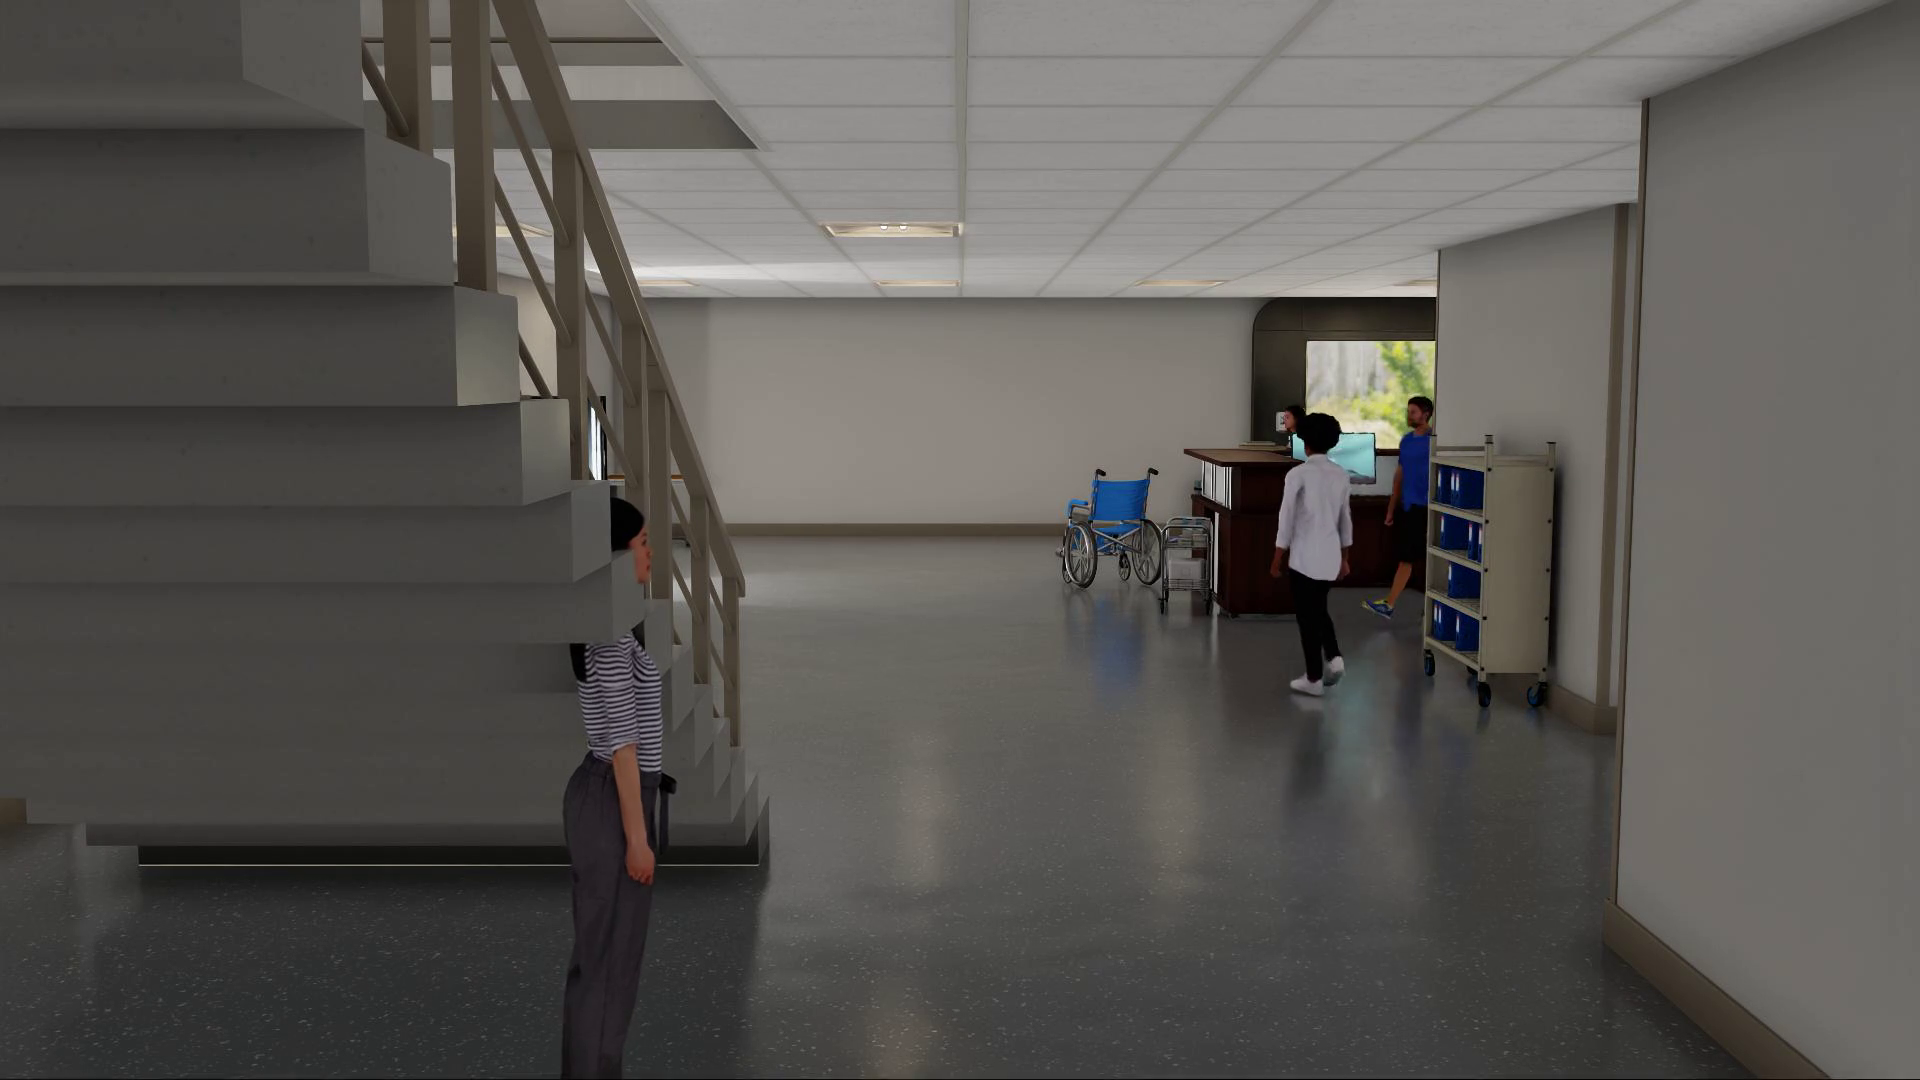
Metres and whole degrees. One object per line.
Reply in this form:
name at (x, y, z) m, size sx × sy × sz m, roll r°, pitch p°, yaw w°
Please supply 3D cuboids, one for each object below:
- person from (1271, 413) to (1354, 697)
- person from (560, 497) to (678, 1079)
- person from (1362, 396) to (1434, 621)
person at (2.301, 0.101, 10.535) m, size 0.776 × 1.795 × 0.816 m, roll -3°, pitch 6°, yaw -27°
person at (-0.944, 0.748, 4.429) m, size 0.714 × 1.731 × 0.571 m, roll -2°, pitch 6°, yaw -16°
person at (3.856, -0.224, 13.667) m, size 1.014 × 1.815 × 1.208 m, roll -2°, pitch 6°, yaw -22°
